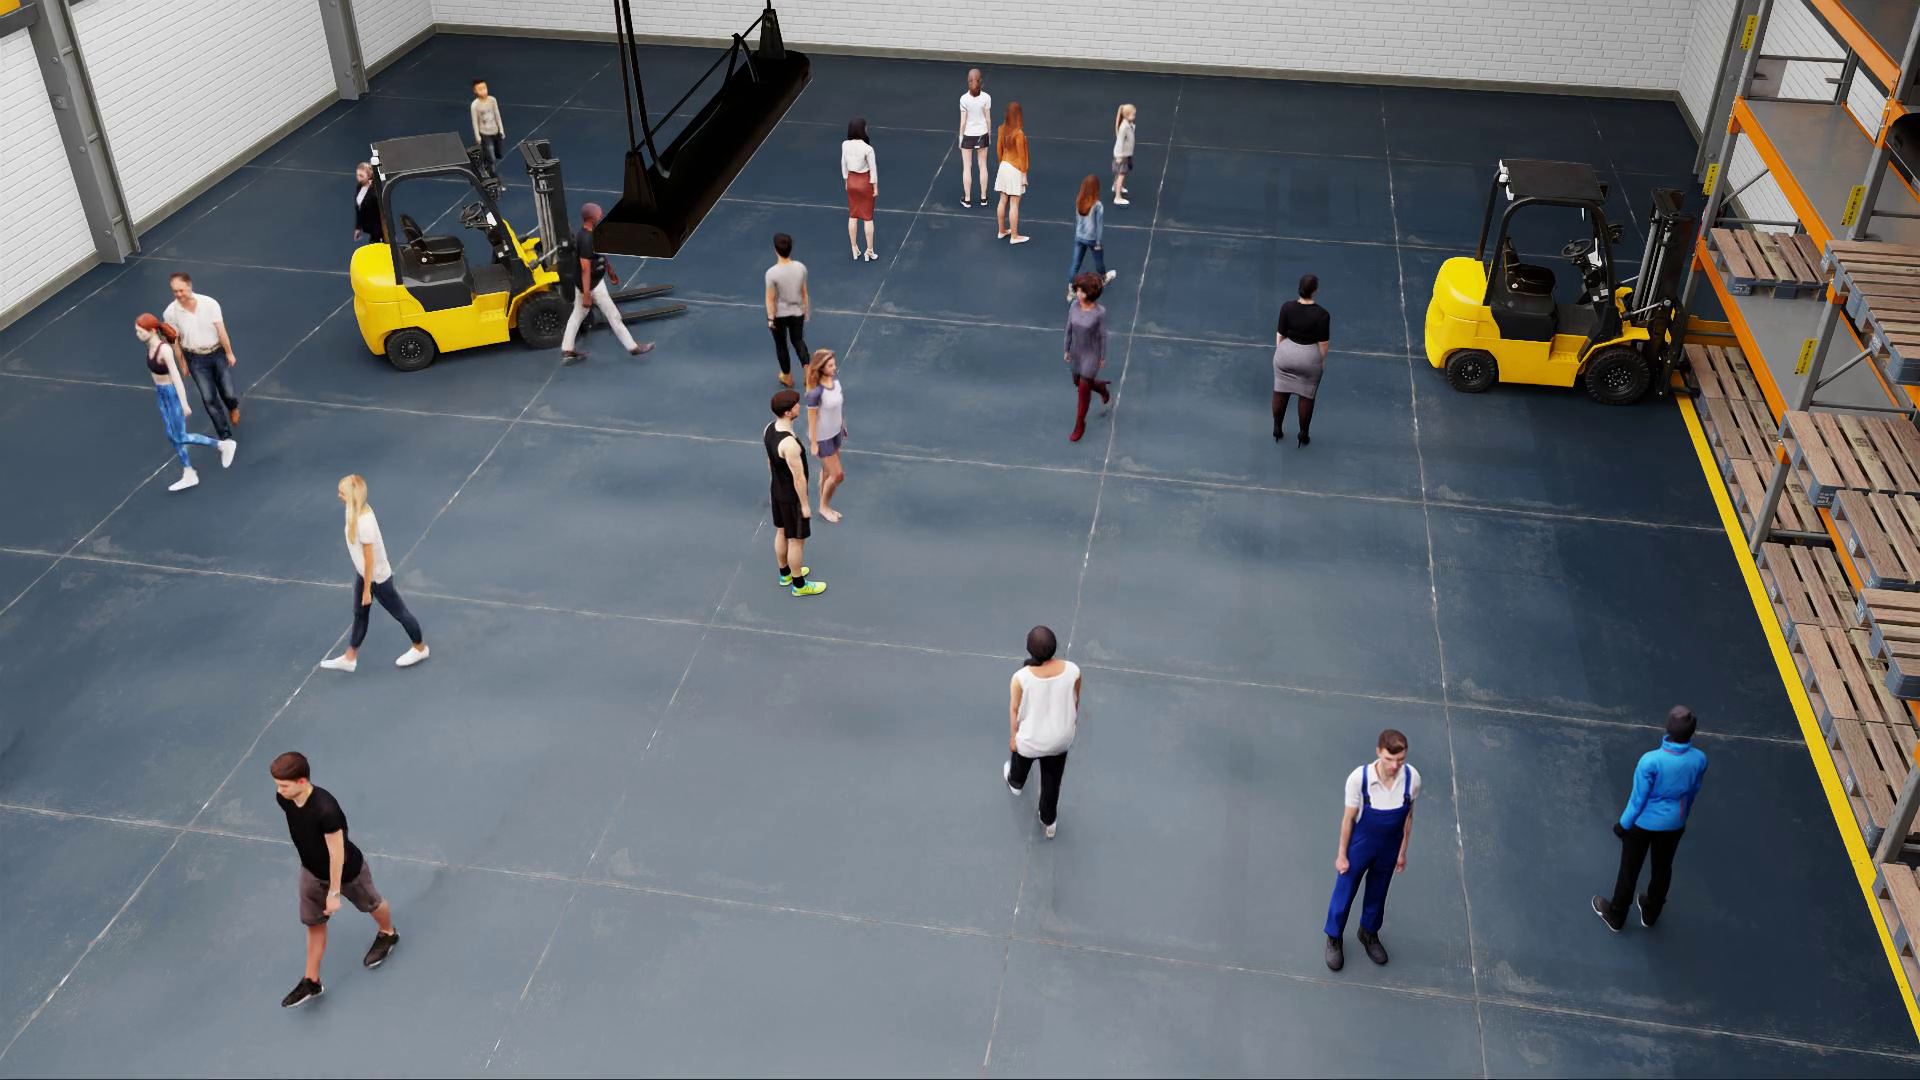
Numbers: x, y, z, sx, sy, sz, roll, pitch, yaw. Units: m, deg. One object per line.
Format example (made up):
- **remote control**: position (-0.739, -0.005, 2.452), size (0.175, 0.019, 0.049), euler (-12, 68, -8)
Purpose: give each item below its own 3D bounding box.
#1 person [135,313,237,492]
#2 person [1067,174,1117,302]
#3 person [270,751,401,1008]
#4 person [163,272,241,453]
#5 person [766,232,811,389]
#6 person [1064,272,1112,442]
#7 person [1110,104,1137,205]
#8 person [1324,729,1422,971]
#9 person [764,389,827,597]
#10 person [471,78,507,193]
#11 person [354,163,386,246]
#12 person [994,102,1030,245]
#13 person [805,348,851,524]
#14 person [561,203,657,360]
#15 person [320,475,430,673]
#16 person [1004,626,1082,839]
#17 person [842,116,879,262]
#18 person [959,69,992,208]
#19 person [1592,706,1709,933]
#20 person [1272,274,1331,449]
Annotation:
- **person**: position (-7.167, -1.301, 15.335), size (0.985, 1.772, 0.873), euler (-27, 42, -34)
- **person**: position (1.389, -3.377, 18.760), size (0.900, 1.439, 1.086), euler (25, 41, 32)
- **person**: position (-3.828, 1.974, 10.364), size (0.832, 1.821, 1.167), euler (13, 36, 18)
- **person**: position (-7.242, -1.792, 16.018), size (0.890, 1.834, 1.011), euler (-9, 35, -13)
- **person**: position (-1.726, -2.266, 16.845), size (0.868, 1.708, 0.958), euler (-16, 37, -23)
- **person**: position (1.275, -1.822, 16.195), size (0.884, 1.689, 1.095), euler (22, 39, 29)
- **person**: position (2.083, -4.959, 21.310), size (0.784, 1.251, 0.616), euler (13, 36, 18)
- **person**: position (2.591, 1.906, 10.439), size (0.686, 1.851, 0.658), euler (-4, 34, -5)
- **person**: position (-1.423, -0.393, 13.862), size (0.829, 1.892, 0.754), euler (-18, 38, -25)
- **person**: position (-6.163, -5.291, 21.632), size (0.843, 1.446, 0.863), euler (25, 41, 33)
- **person**: position (-6.440, -3.439, 18.658), size (1.171, 1.655, 1.067), euler (-24, 40, -31)
- **person**: position (0.618, -4.446, 20.109), size (0.750, 1.724, 0.707), euler (-26, 41, -33)
- **person**: position (-1.266, -0.948, 14.848), size (0.748, 1.723, 0.634), euler (15, 37, 22)
- **person**: position (-3.938, -2.627, 17.361), size (1.045, 1.737, 1.264), euler (-7, 34, -10)
- **person**: position (-4.464, 0.263, 12.977), size (1.099, 1.778, 1.064), euler (-19, 38, -26)
- **person**: position (0.574, 1.347, 11.451), size (0.866, 1.662, 1.052), euler (-6, 34, -9)
- **person**: position (-1.172, -4.142, 19.629), size (0.648, 1.750, 0.605), euler (16, 37, 22)
- **person**: position (0.185, -5.088, 21.051), size (0.654, 1.751, 0.668), euler (-8, 34, -11)
- **person**: position (4.461, 1.800, 10.644), size (0.670, 1.801, 0.635), euler (-3, 34, -5)
- **person**: position (3.260, -1.723, 15.982), size (0.749, 1.758, 0.728), euler (17, 37, 23)
